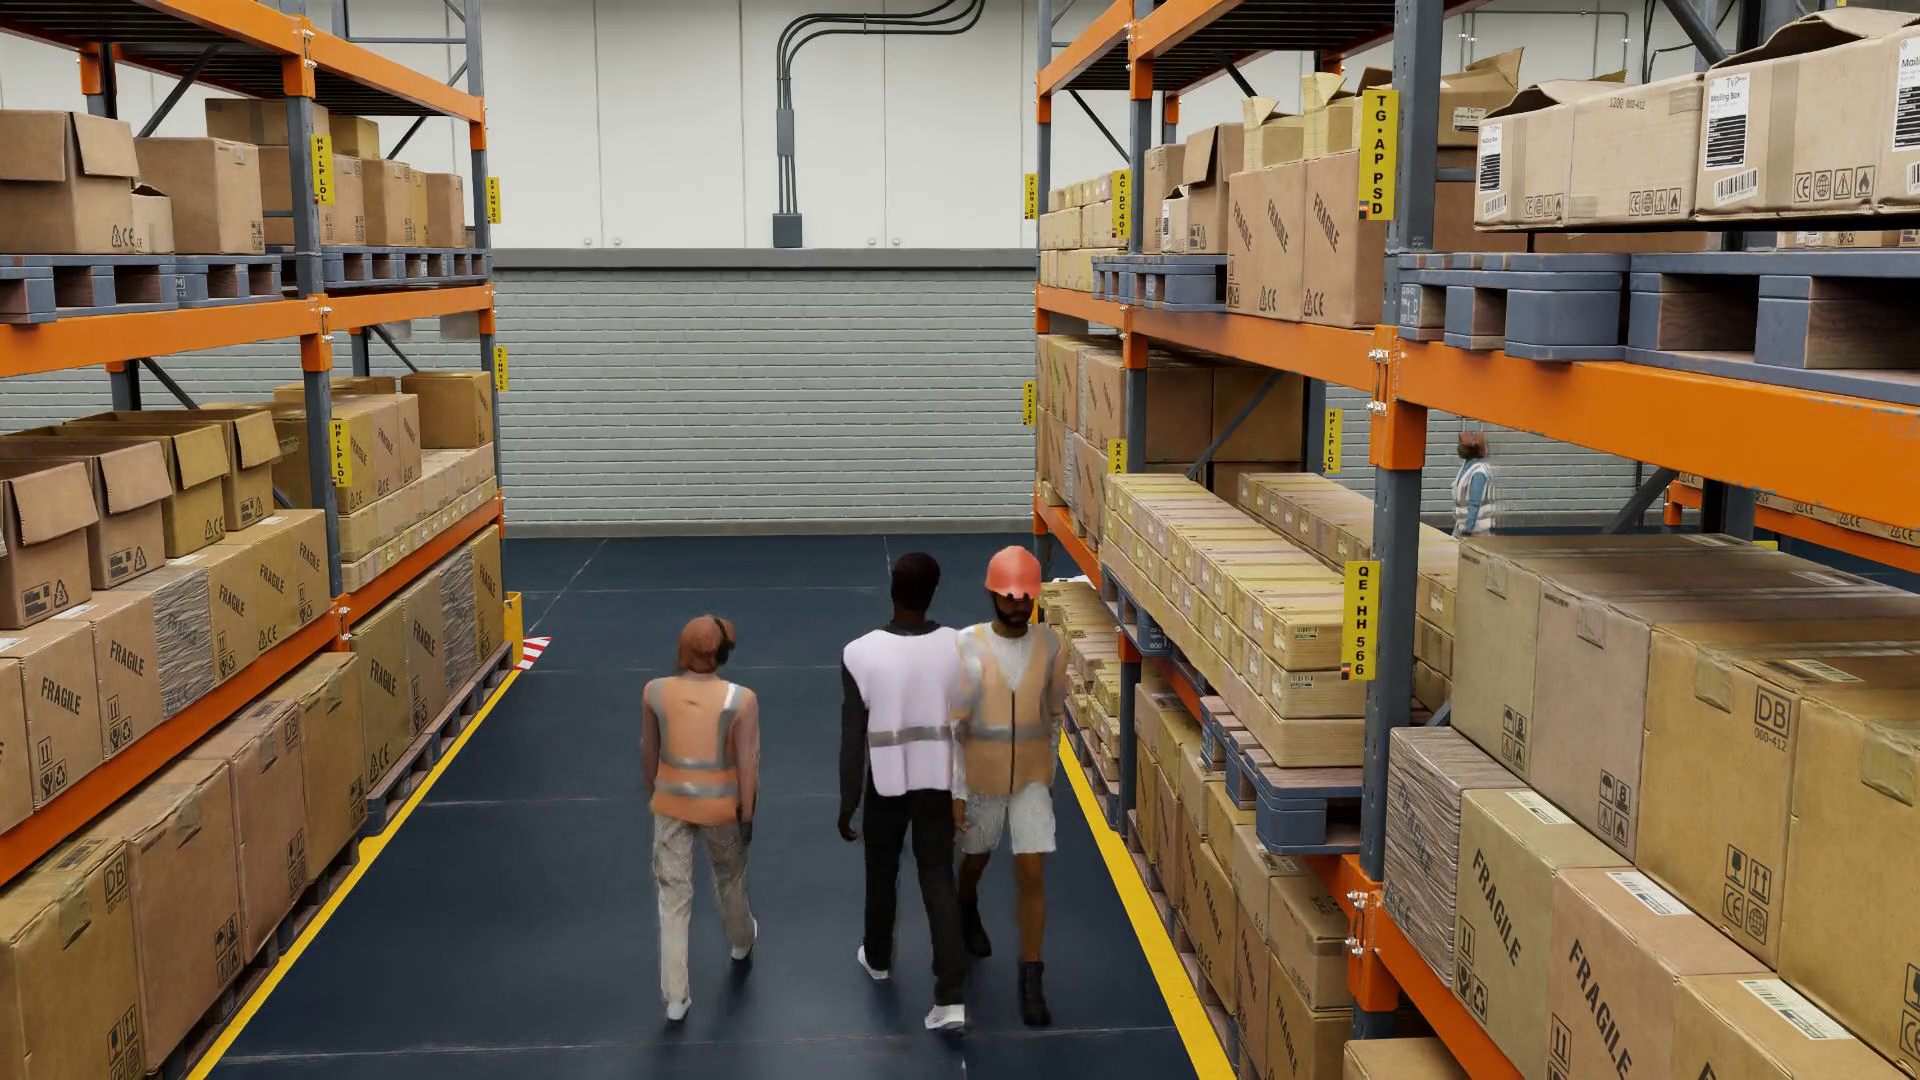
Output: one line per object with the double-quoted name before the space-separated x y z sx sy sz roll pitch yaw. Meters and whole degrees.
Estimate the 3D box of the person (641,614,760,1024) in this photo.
"person" -1.049 1.091 6.831 0.525 1.593 0.863 1 10 5

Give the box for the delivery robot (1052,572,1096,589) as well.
"delivery robot" 1.089 0.439 13.452 0.707 0.478 0.477 2 10 11

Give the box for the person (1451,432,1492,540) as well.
"person" 4.141 -0.097 13.779 0.851 1.593 0.543 0 10 2

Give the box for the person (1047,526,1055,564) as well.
"person" 0.908 -0.367 14.600 0.971 1.886 0.548 0 10 2

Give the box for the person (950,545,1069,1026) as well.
"person" 0.164 0.934 6.877 0.548 1.906 0.922 -2 10 -11

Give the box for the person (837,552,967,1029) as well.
"person" -0.185 0.986 6.672 0.632 1.869 0.982 -3 10 -19
